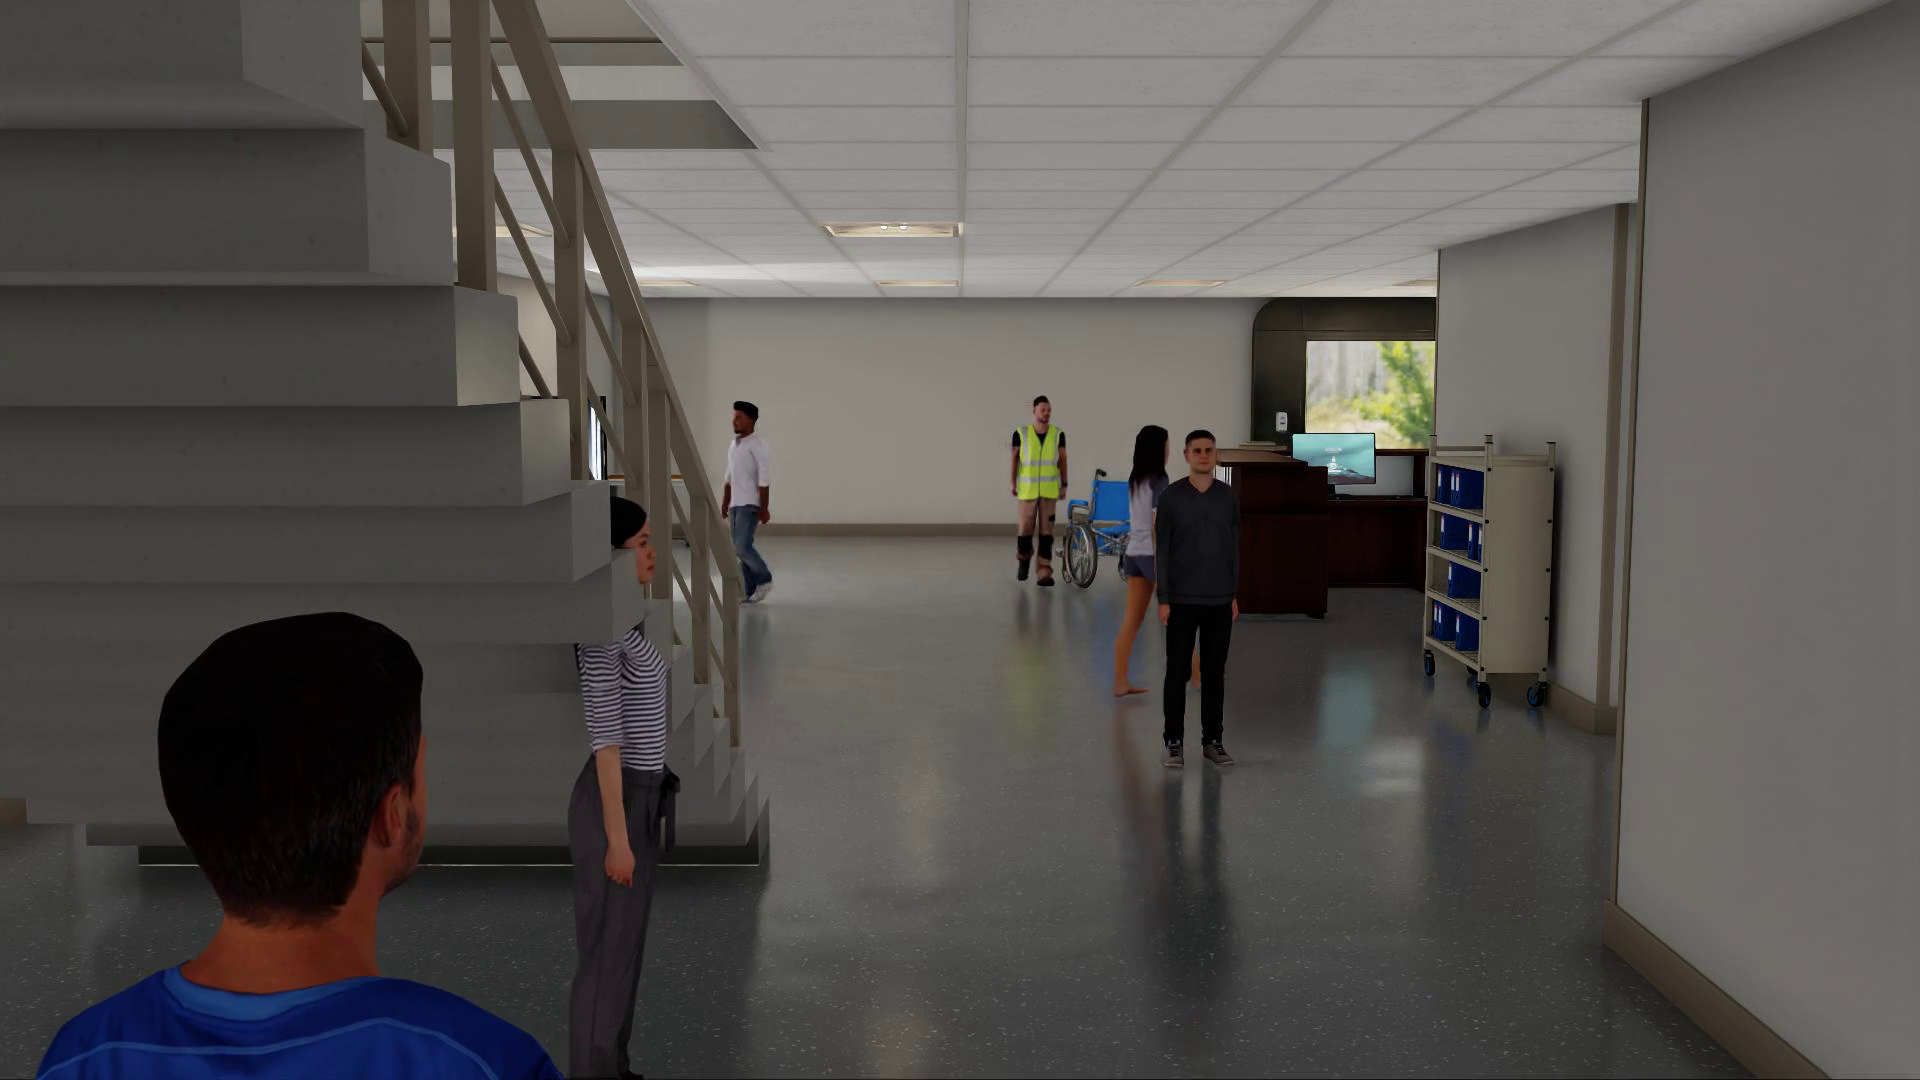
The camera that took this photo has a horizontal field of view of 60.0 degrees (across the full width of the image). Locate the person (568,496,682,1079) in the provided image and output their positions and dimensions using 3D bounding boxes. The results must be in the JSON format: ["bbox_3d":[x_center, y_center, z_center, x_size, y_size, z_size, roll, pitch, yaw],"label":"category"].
[{"bbox_3d":[-0.939,0.742,4.473,0.667,1.733,0.469,0,6,-4],"label":"person"}]

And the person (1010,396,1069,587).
[{"bbox_3d":[0.741,-0.474,16.045,0.784,1.836,0.820,-1,6,-9],"label":"person"}]

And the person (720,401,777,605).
[{"bbox_3d":[-1.824,-0.324,14.729,0.851,1.801,0.780,-4,7,-37],"label":"person"}]

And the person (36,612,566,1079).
[{"bbox_3d":[-0.513,0.990,1.340,0.634,1.868,0.603,1,6,7],"label":"person"}]

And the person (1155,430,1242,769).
[{"bbox_3d":[1.253,0.299,8.736,0.647,1.761,0.582,-1,6,-9],"label":"person"}]

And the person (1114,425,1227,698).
[{"bbox_3d":[1.126,0.157,10.418,0.926,1.707,1.004,-3,6,-24],"label":"person"}]
